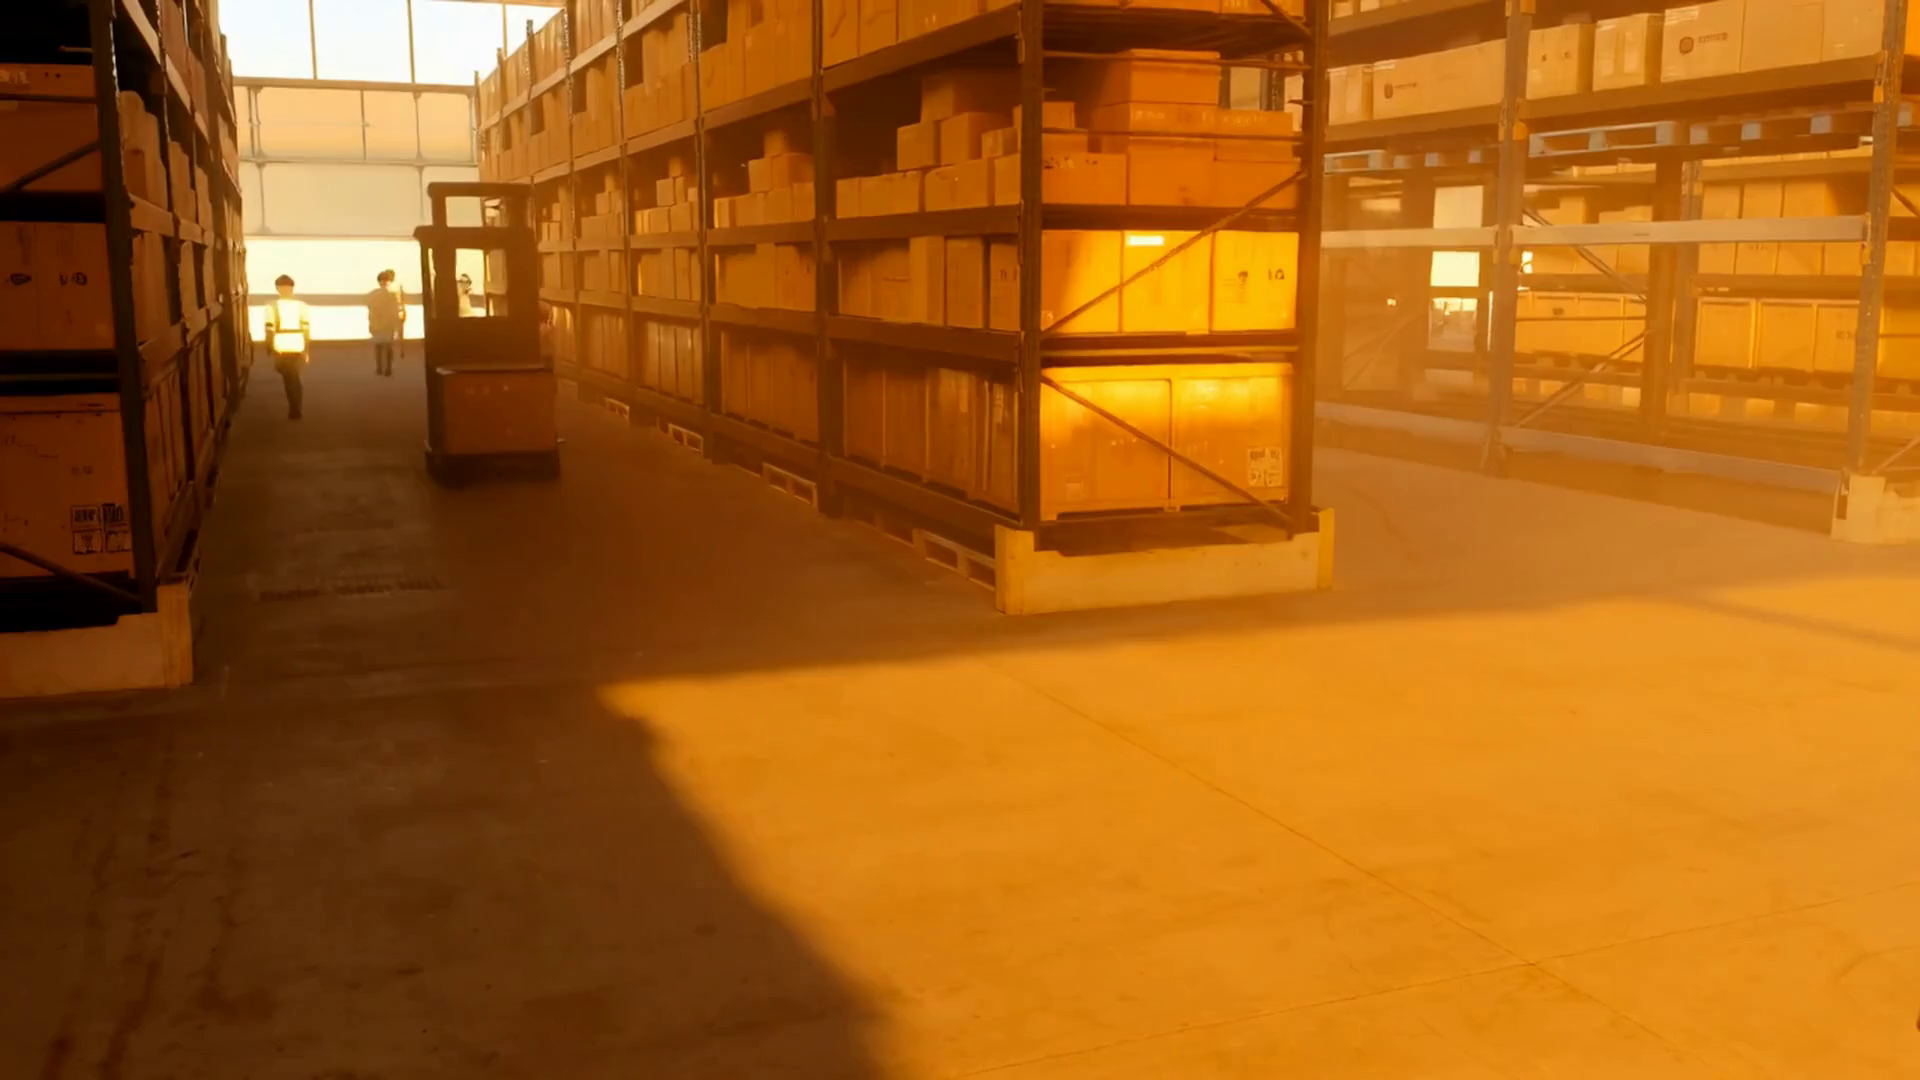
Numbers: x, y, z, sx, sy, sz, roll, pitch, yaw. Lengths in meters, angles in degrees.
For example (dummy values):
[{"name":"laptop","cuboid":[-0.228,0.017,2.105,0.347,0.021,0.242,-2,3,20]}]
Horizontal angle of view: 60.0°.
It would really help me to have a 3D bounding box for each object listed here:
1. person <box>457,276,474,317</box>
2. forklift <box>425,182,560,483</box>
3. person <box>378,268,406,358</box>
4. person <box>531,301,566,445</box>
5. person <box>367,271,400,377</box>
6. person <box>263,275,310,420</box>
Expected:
[{"name":"person","cuboid":[-10.851,-4.890,36.486,0.523,1.769,0.314,6,11,32]},{"name":"forklift","cuboid":[-4.588,-2.042,16.093,1.129,2.768,1.873,-4,10,-22]},{"name":"person","cuboid":[-12.302,-4.901,36.009,0.615,1.945,0.405,-9,13,-44]},{"name":"person","cuboid":[-4.757,-1.887,18.883,0.515,1.636,0.315,3,10,20]},{"name":"person","cuboid":[-10.443,-3.915,30.172,0.582,1.921,0.399,-1,10,-7]},{"name":"person","cuboid":[-8.925,-2.542,22.017,0.543,1.905,0.737,-7,12,-36]}]
